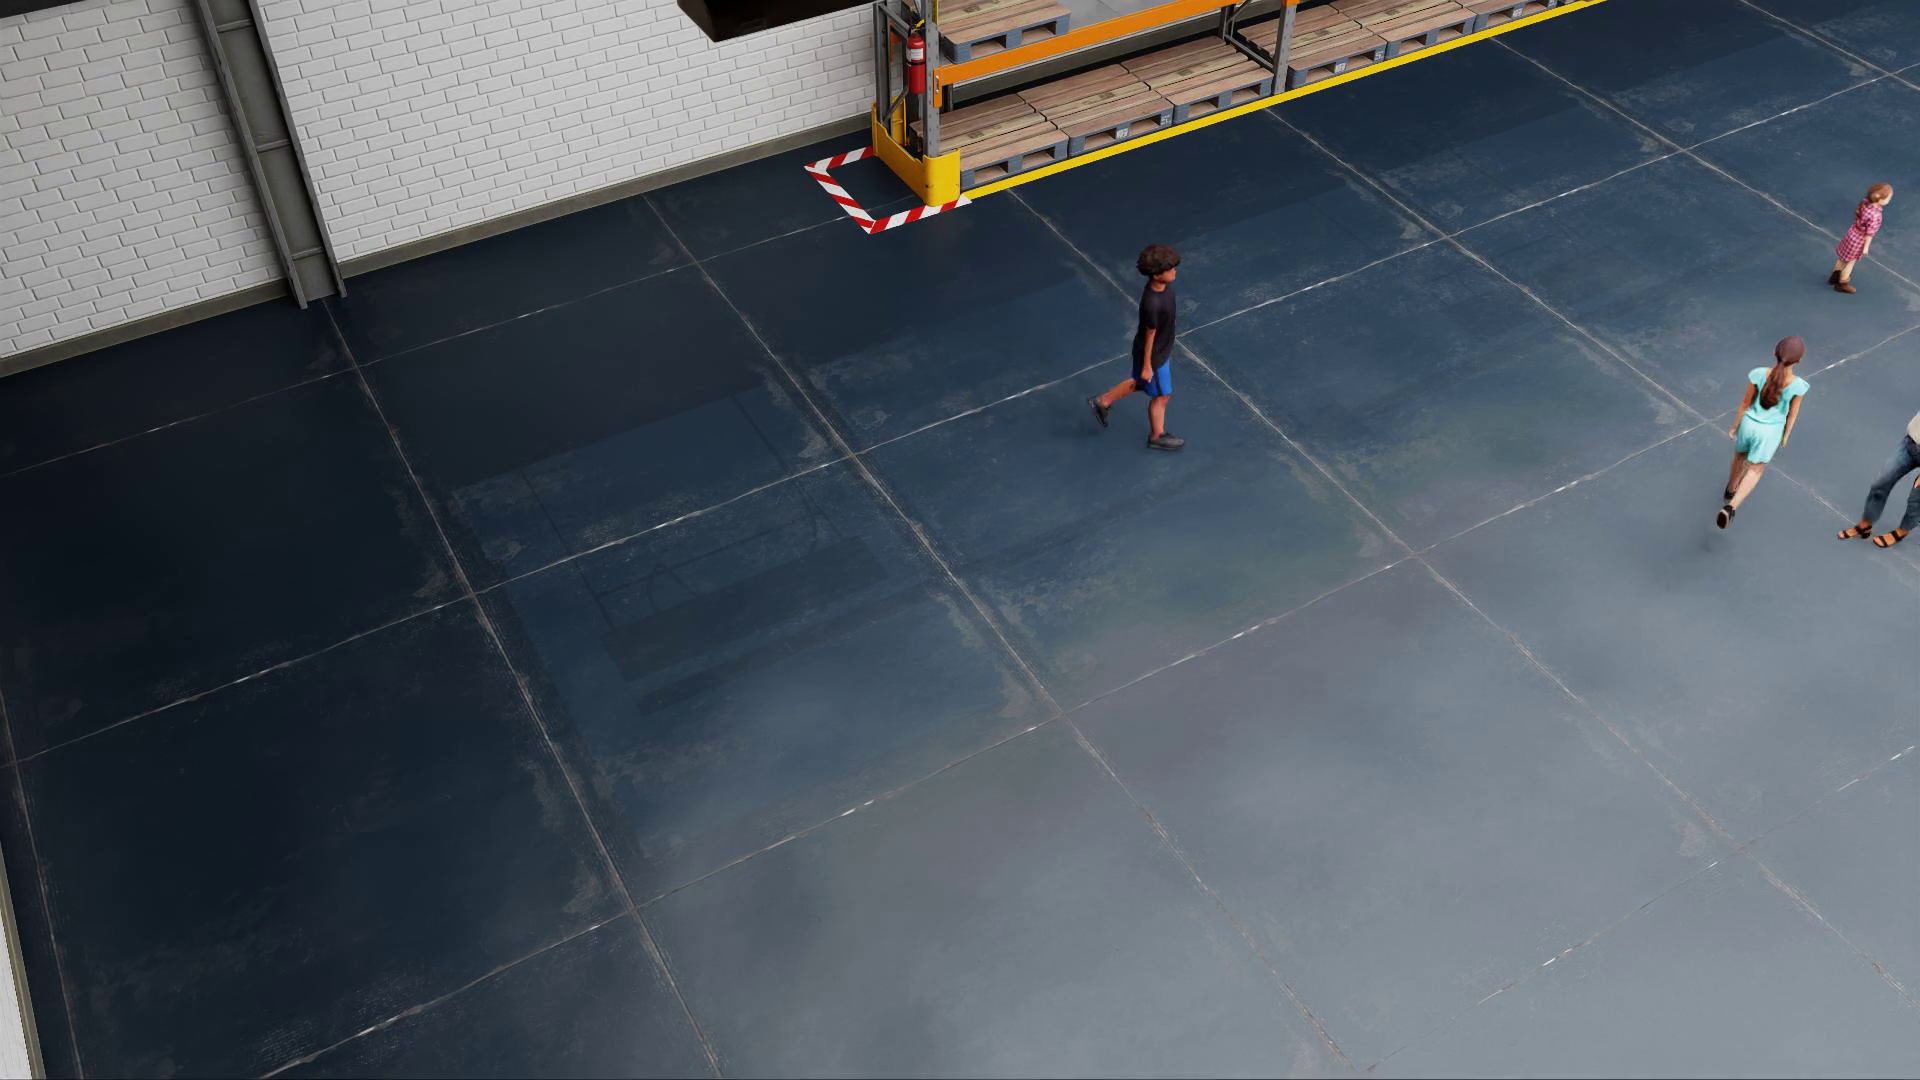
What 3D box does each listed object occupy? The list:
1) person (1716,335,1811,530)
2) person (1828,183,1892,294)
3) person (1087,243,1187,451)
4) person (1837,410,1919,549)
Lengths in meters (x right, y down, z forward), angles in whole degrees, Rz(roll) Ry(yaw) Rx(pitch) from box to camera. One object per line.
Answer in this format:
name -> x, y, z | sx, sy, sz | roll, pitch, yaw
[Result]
person -> 5.637, -0.751, 11.738 | 0.797, 1.543, 1.040 | 26, 49, 25
person -> 7.581, -2.563, 14.019 | 0.536, 1.021, 0.495 | -1, 44, -1
person -> 1.339, -1.411, 12.258 | 1.085, 1.781, 1.011 | 10, 44, 10
person -> 6.745, -0.580, 11.468 | 0.845, 1.668, 0.781 | -5, 44, -5
